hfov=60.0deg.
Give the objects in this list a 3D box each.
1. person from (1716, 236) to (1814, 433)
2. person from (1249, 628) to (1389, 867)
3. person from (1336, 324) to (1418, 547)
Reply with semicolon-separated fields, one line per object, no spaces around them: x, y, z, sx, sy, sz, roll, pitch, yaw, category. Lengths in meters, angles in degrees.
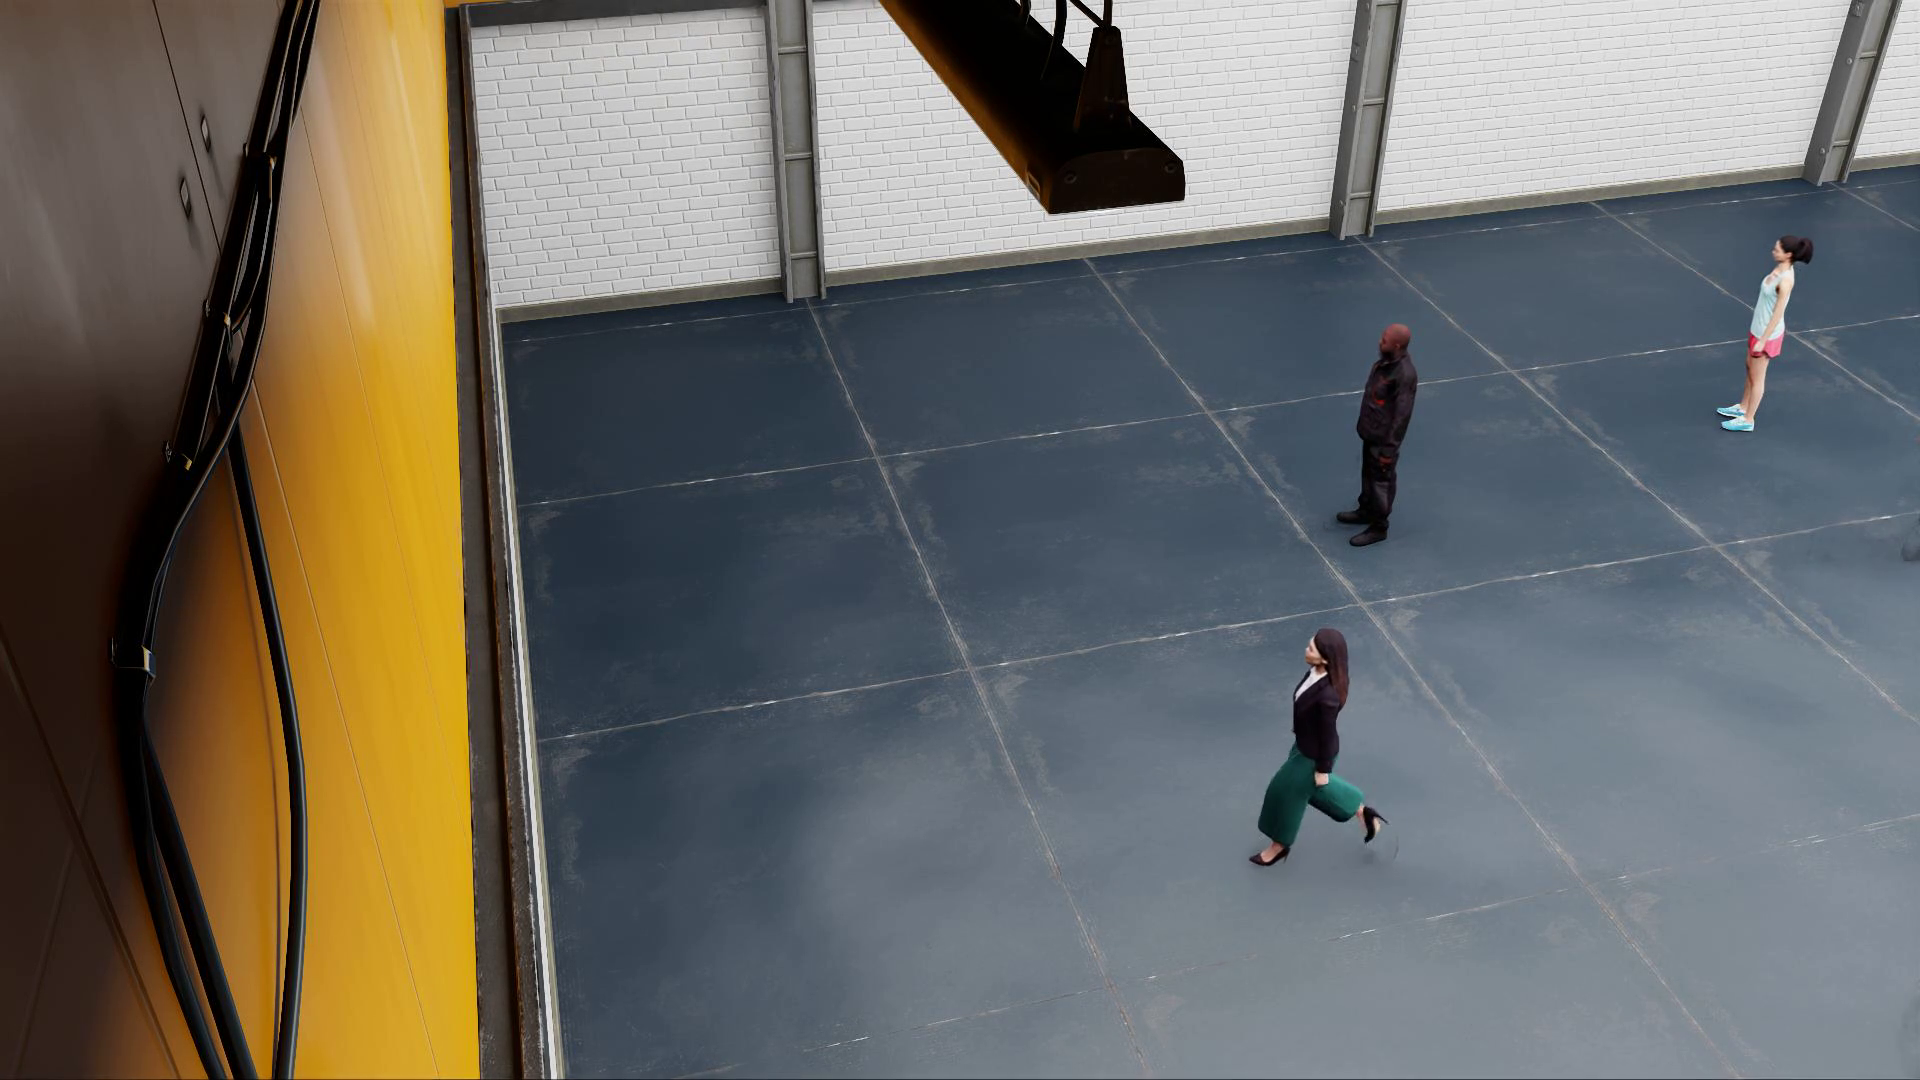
6.791;-1.753;14.033;0.725;1.774;0.693;10;35;14;person
2.126;1.230;9.596;1.108;1.719;0.832;2;34;3;person
3.227;-0.827;12.600;0.651;1.818;0.731;-3;34;-5;person
